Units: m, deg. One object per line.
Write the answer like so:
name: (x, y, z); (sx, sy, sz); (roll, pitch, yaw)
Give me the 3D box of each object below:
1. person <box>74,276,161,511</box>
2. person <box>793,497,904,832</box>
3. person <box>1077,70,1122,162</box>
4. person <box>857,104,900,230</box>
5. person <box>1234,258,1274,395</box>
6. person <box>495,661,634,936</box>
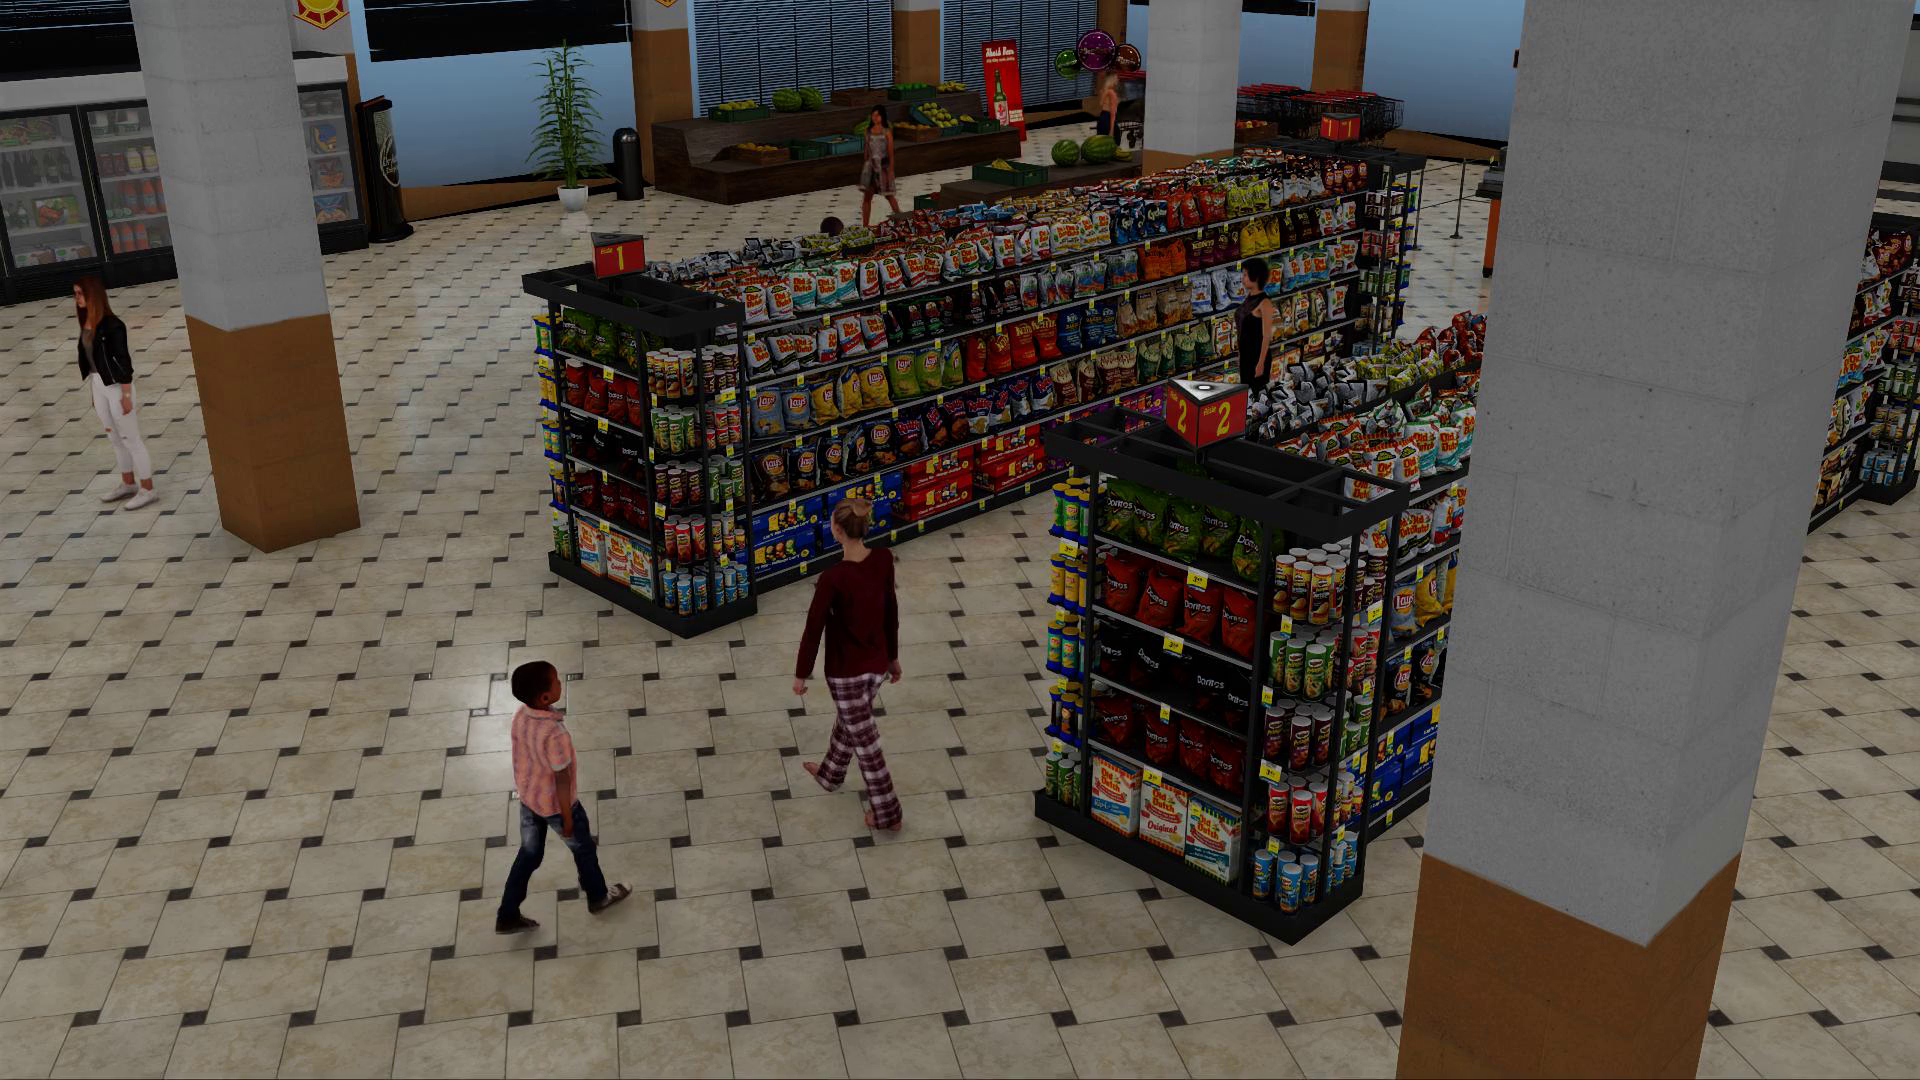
person: (-6.104, -1.075, 11.992); (0.644, 1.702, 0.579); (14, 26, 32)
person: (-0.427, 0.620, 7.809); (0.743, 1.676, 0.886); (18, 28, 38)
person: (2.105, -6.105, 24.653); (1.165, 1.596, 0.820); (-11, 24, -25)
person: (-0.967, -4.684, 21.112); (0.861, 1.600, 1.194); (11, 24, 25)
person: (2.301, -1.411, 12.964); (0.683, 1.601, 0.661); (-5, 22, -12)
person: (-1.810, 1.116, 7.093); (0.560, 1.290, 0.878); (17, 27, 36)
